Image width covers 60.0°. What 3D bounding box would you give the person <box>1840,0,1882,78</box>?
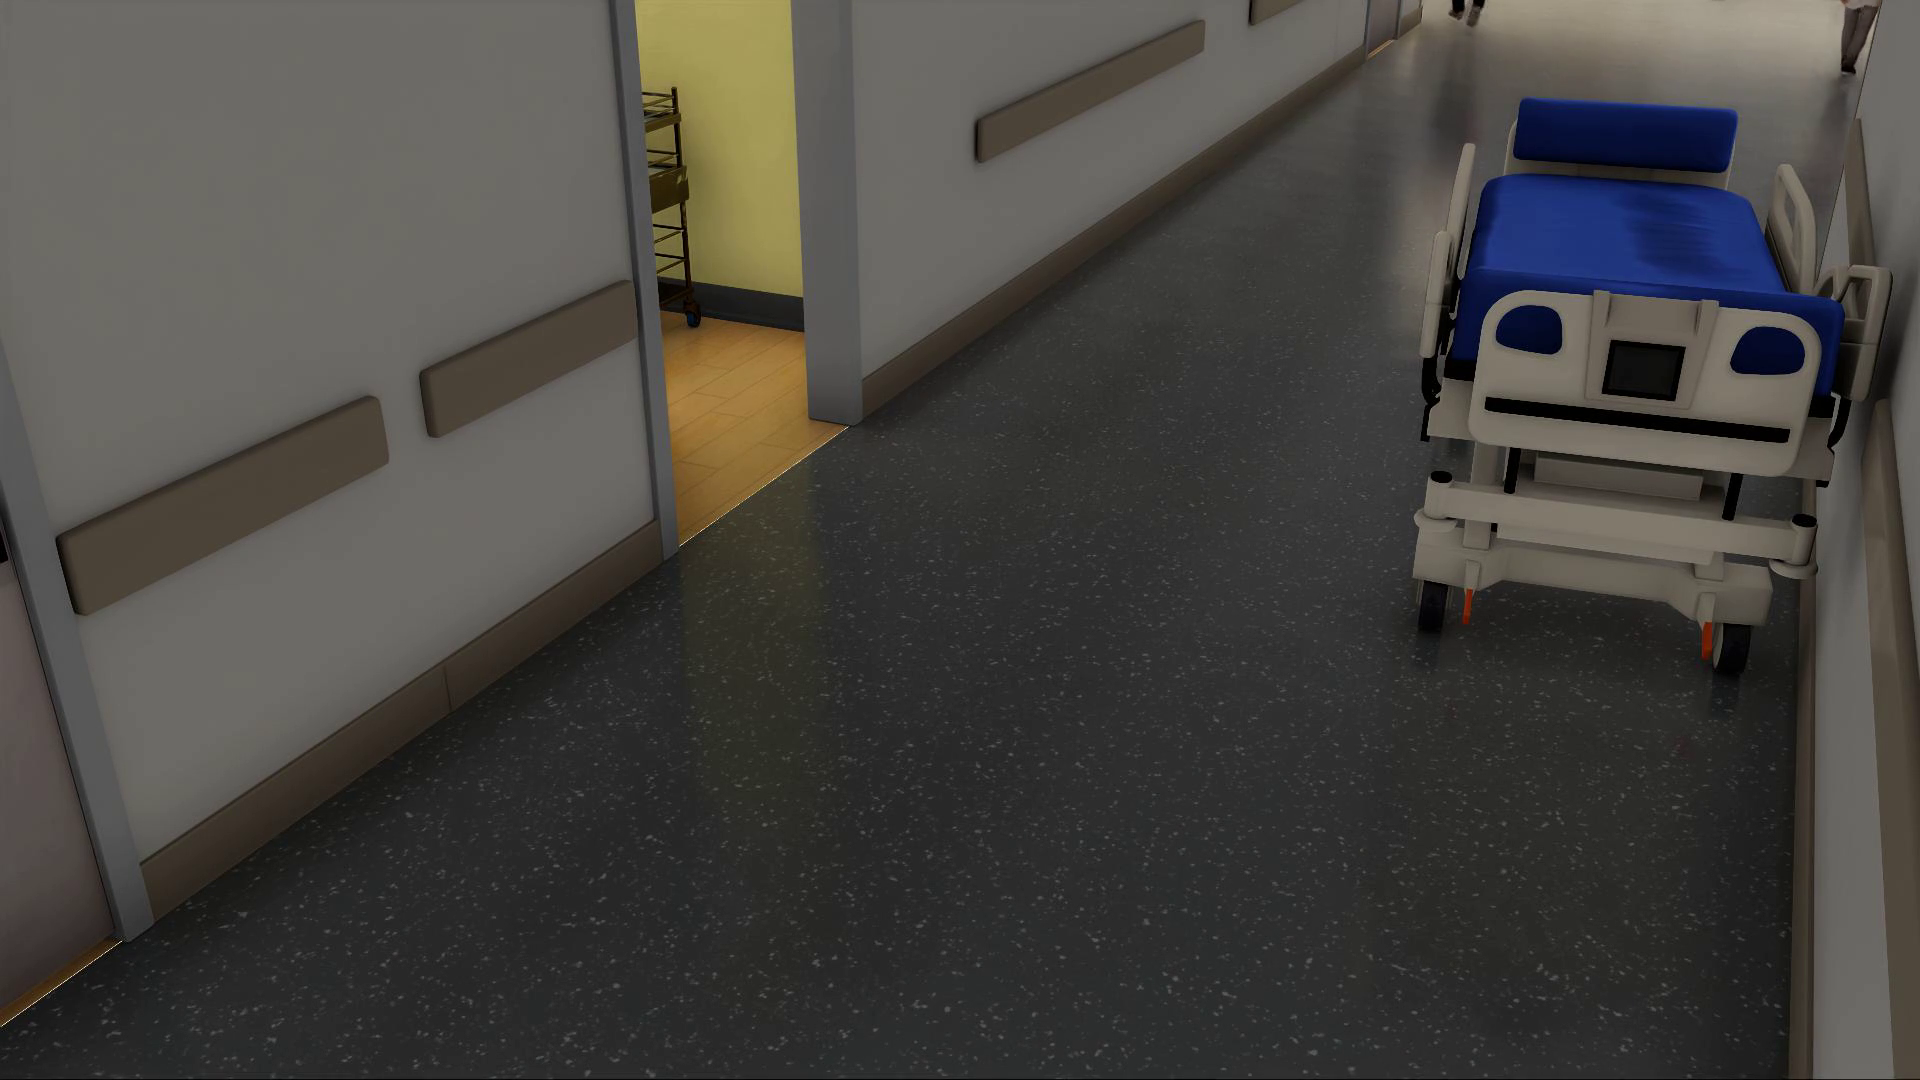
[{"bbox_3d":[7.201,-4.385,13.210,0.954,1.406,0.759,21,33,36],"label":"person"}]

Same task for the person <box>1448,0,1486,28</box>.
[{"bbox_3d":[4.794,-5.650,15.479,1.211,1.713,0.972,4,26,7],"label":"person"}]
